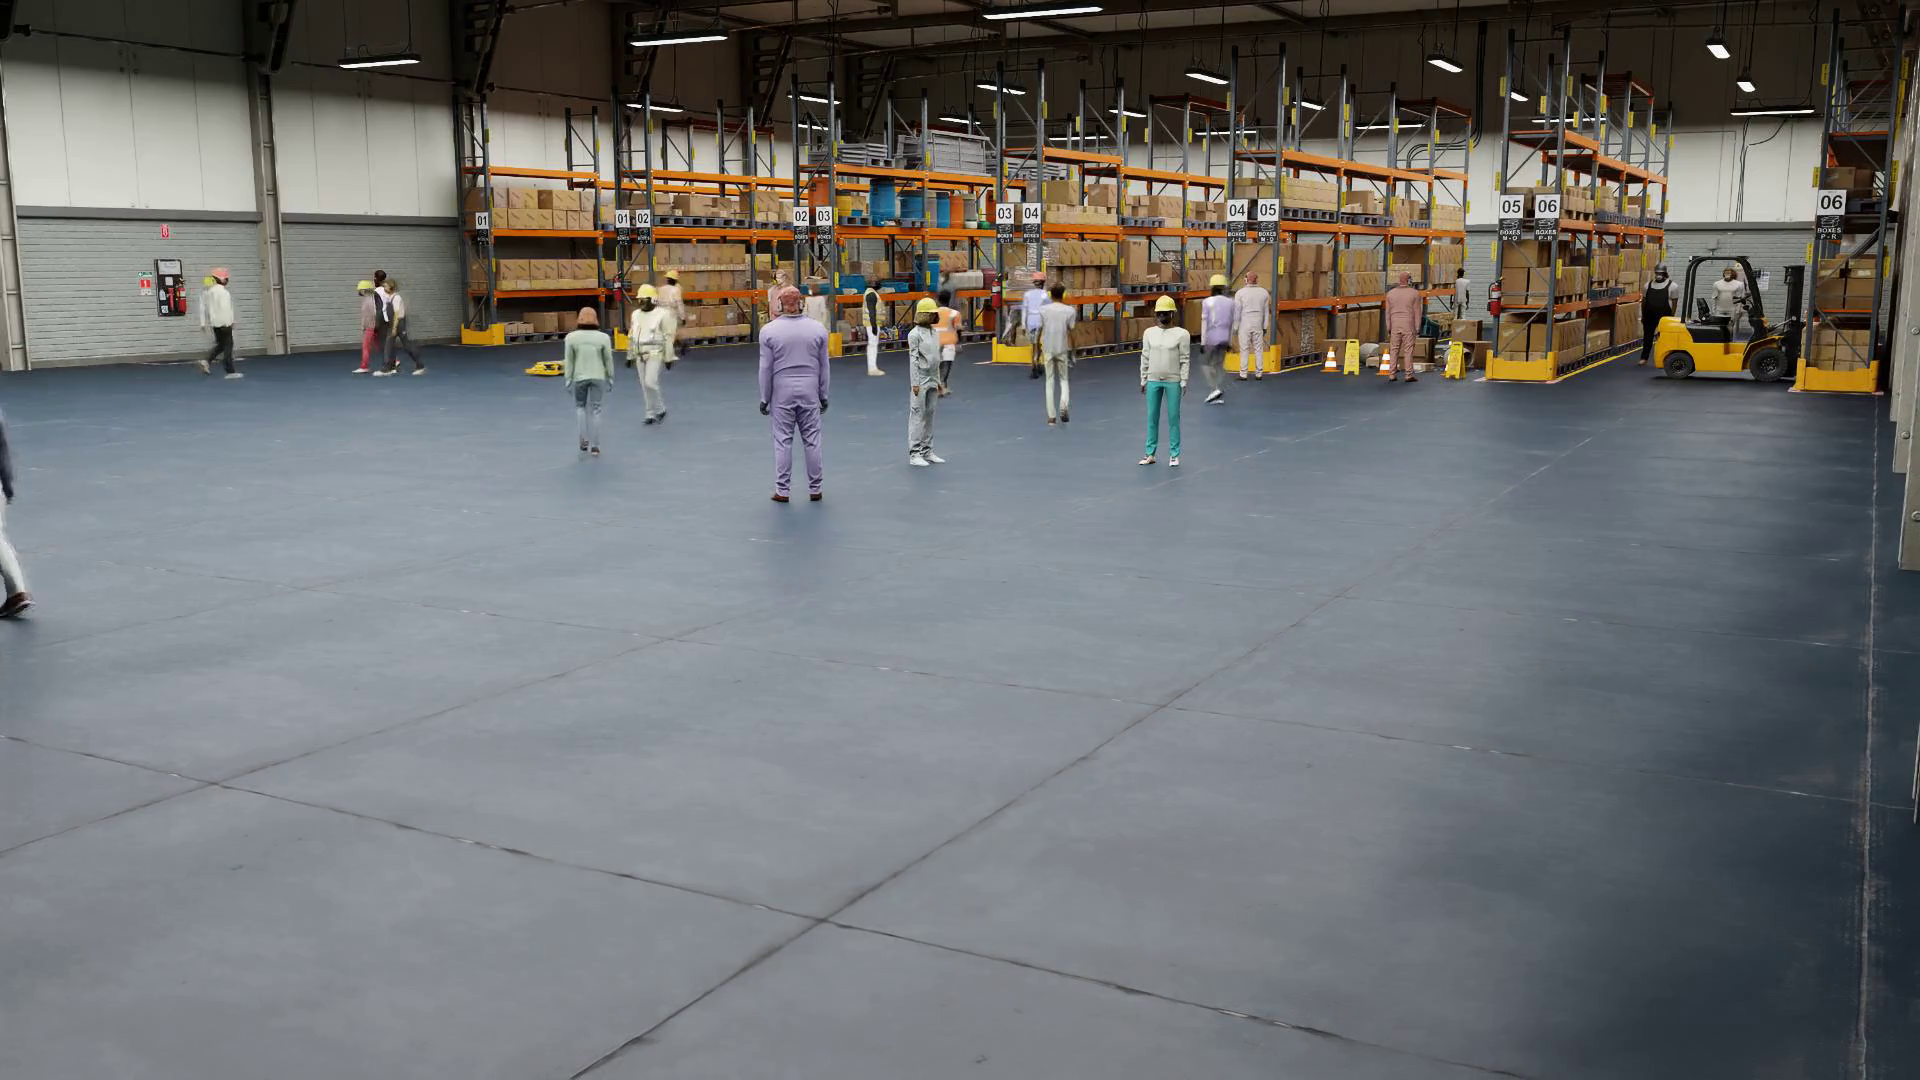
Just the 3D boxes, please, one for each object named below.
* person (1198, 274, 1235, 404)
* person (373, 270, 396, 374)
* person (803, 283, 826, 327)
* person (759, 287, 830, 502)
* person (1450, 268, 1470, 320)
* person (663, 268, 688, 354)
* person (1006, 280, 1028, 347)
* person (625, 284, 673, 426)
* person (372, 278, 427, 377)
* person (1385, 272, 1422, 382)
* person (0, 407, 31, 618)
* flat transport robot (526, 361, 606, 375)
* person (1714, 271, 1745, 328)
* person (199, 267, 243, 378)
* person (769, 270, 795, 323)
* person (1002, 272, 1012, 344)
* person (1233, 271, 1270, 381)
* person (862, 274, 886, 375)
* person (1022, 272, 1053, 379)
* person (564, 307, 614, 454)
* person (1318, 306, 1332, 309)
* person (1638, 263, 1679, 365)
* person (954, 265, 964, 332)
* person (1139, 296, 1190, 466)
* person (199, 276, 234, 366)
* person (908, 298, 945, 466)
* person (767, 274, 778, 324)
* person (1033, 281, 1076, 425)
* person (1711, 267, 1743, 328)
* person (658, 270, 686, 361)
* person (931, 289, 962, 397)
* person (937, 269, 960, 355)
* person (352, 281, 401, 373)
[{"bbox_3d":[3.759,-2.943,24.453,0.608,1.907,0.425,-5,11,-29],"label":"person"},{"bbox_3d":[-10.664,-4.033,30.809,0.392,1.920,0.592,1,10,5],"label":"person"},{"bbox_3d":[-3.042,-4.503,34.471,0.505,1.608,0.565,7,12,34],"label":"person"},{"bbox_3d":[-1.474,-1.281,14.752,0.639,1.902,0.406,-3,10,-17],"label":"person"},{"bbox_3d":[13.383,-6.348,44.544,0.510,1.860,0.333,2,10,12],"label":"person"},{"bbox_3d":[-6.256,-4.996,36.471,0.745,1.914,0.554,7,12,36],"label":"person"},{"bbox_3d":[1.343,-5.254,37.596,0.607,2.044,0.378,2,10,13],"label":"person"},{"bbox_3d":[-4.000,-2.361,21.308,0.606,1.815,0.431,6,11,32],"label":"person"},{"bbox_3d":[-10.149,-3.844,30.102,0.990,1.797,0.536,-8,13,-41],"label":"person"},{"bbox_3d":[7.713,-3.696,28.871,0.650,1.907,0.409,7,12,37],"label":"person"},{"bbox_3d":[-5.970,-0.319,10.053,0.829,1.582,0.555,7,12,36],"label":"person"},{"bbox_3d":[-7.250,-3.207,30.790,0.652,0.197,1.431,8,12,38],"label":"flat transport robot"},{"bbox_3d":[18.109,-5.423,39.176,0.595,1.830,0.981,2,10,11],"label":"person"},{"bbox_3d":[-13.168,-3.851,29.564,0.635,1.981,0.623,8,13,40],"label":"person"},{"bbox_3d":[-3.547,-4.409,33.067,0.638,1.903,0.406,6,11,31],"label":"person"},{"bbox_3d":[1.219,-5.778,41.346,0.628,1.815,0.818,6,11,31],"label":"person"},{"bbox_3d":[5.090,-3.750,29.185,0.648,1.907,0.401,-2,10,-12],"label":"person"},{"bbox_3d":[-1.572,-3.937,30.475,0.429,1.843,0.628,0,10,-3],"label":"person"},{"bbox_3d":[1.435,-3.835,29.723,0.560,1.883,1.009,5,11,26],"label":"person"},{"bbox_3d":[-4.095,-1.761,18.398,0.530,1.614,0.556,-2,10,-9],"label":"person"},{"bbox_3d":[9.424,-5.915,42.565,0.554,1.656,0.827,2,10,11],"label":"person"},{"bbox_3d":[13.905,-4.495,33.158,0.673,2.000,0.536,7,12,36],"label":"person"},{"bbox_3d":[-0.165,-6.737,46.643,0.626,1.922,0.797,8,13,41],"label":"person"},{"bbox_3d":[2.119,-1.645,17.276,0.522,1.769,0.311,4,11,23],"label":"person"},{"bbox_3d":[-14.700,-4.316,32.879,0.596,1.778,0.815,-2,10,-10],"label":"person"},{"bbox_3d":[-0.347,-1.650,17.369,0.295,1.744,0.485,6,11,32],"label":"person"},{"bbox_3d":[-3.809,-4.726,35.228,0.569,1.812,0.982,-2,10,-11],"label":"person"},{"bbox_3d":[1.221,-2.415,21.551,0.536,1.853,0.459,0,10,0],"label":"person"},{"bbox_3d":[16.869,-5.037,36.630,0.630,1.940,0.371,5,11,28],"label":"person"},{"bbox_3d":[-6.061,-4.646,34.533,0.615,1.892,0.740,7,12,36],"label":"person"},{"bbox_3d":[-0.253,-3.052,25.793,0.536,1.671,0.786,3,10,19],"label":"person"},{"bbox_3d":[-0.341,-4.973,36.402,0.944,1.883,0.655,-8,13,-40],"label":"person"},{"bbox_3d":[-10.956,-3.995,31.156,0.871,1.727,0.532,-5,11,-29],"label":"person"}]
